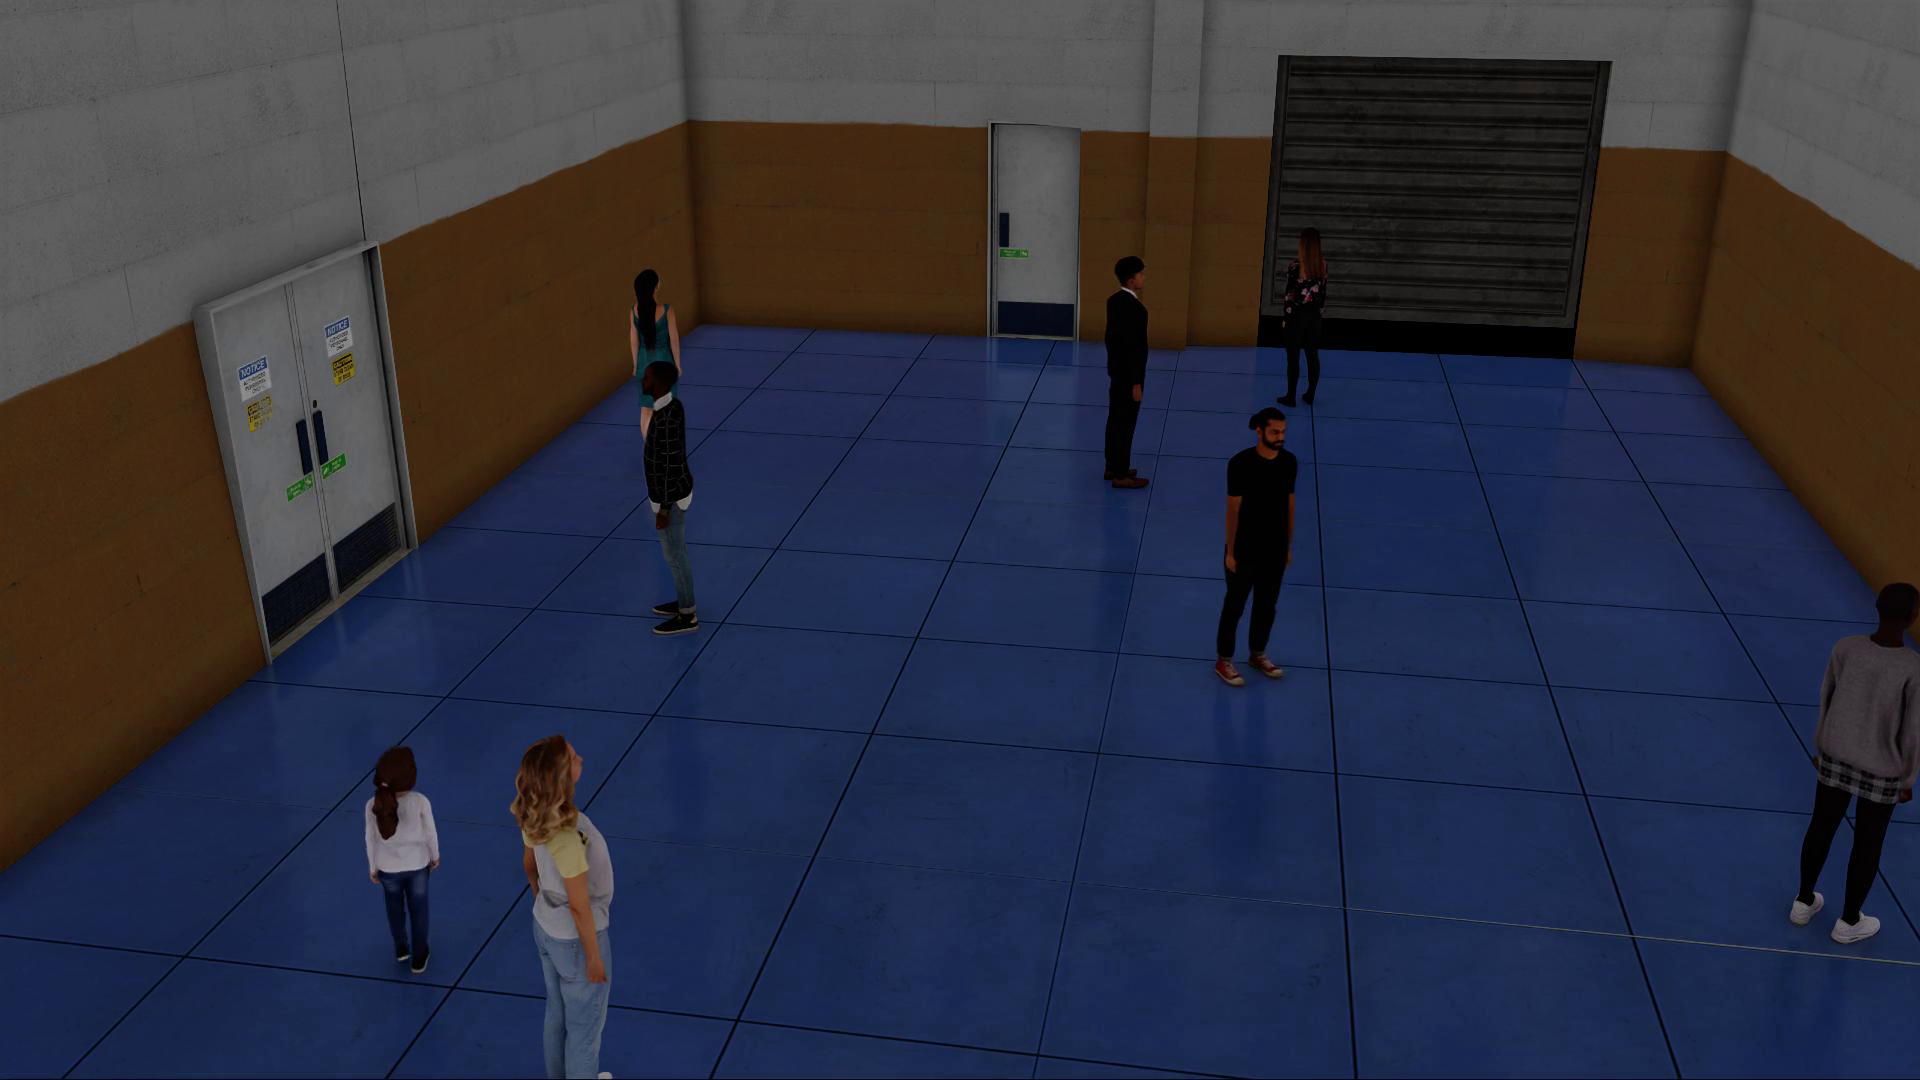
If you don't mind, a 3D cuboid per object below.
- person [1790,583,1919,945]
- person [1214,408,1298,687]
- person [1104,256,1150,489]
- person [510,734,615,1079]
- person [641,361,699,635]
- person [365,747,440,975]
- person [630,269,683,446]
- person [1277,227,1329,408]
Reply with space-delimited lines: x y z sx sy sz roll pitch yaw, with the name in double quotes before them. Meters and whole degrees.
"person" 4.147 1.013 7.655 0.745 1.771 0.673 -16 27 -35
"person" 1.805 0.031 10.124 0.640 1.754 0.754 -8 23 -20
"person" 1.325 -1.357 13.405 0.715 1.884 0.770 -5 22 -13
"person" -1.509 1.527 6.419 0.768 1.723 0.694 -17 27 -36
"person" -1.878 -0.292 10.838 0.672 1.821 0.725 -3 22 -8
"person" -2.499 1.456 7.448 0.490 1.104 0.577 -4 22 -11
"person" -2.532 -1.420 13.826 0.447 1.686 0.642 1 22 3
"person" 3.199 -2.071 15.449 0.595 1.683 0.703 -8 23 -18
